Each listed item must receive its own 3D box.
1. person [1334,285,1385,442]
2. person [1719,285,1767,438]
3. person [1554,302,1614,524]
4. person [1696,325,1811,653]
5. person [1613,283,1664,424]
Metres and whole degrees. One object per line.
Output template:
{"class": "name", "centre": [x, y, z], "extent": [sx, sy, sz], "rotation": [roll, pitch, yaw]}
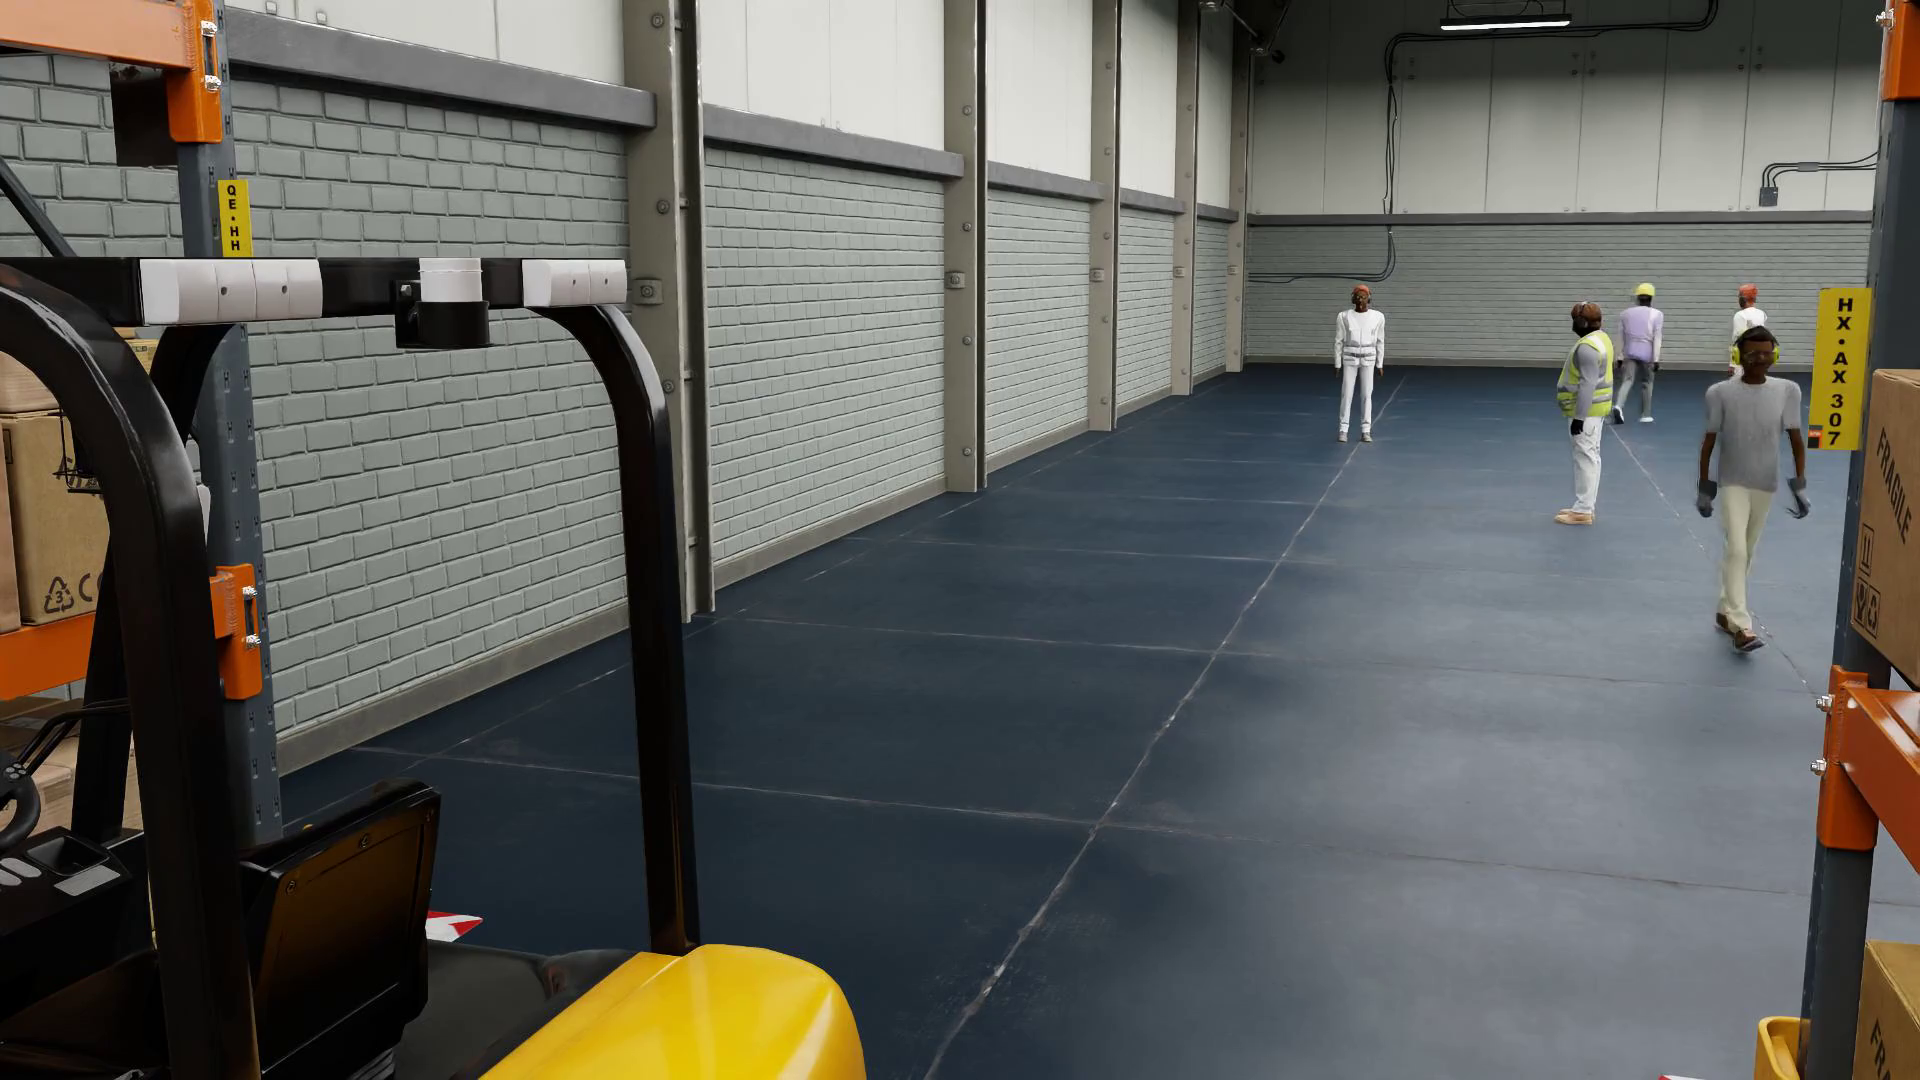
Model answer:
{"class": "person", "centre": [4.792, -2.113, 19.989], "extent": [0.585, 1.882, 0.340], "rotation": [2, 10, 9]}
{"class": "person", "centre": [9.564, -2.163, 20.289], "extent": [0.584, 1.882, 0.344], "rotation": [-7, 12, -35]}
{"class": "person", "centre": [5.163, -1.047, 13.785], "extent": [0.430, 1.840, 0.620], "rotation": [5, 11, 29]}
{"class": "person", "centre": [4.450, -0.290, 9.353], "extent": [0.509, 1.816, 0.997], "rotation": [1, 10, 6]}
{"class": "person", "centre": [9.047, -2.485, 22.219], "extent": [0.587, 1.890, 0.892], "rotation": [9, 13, 43]}
